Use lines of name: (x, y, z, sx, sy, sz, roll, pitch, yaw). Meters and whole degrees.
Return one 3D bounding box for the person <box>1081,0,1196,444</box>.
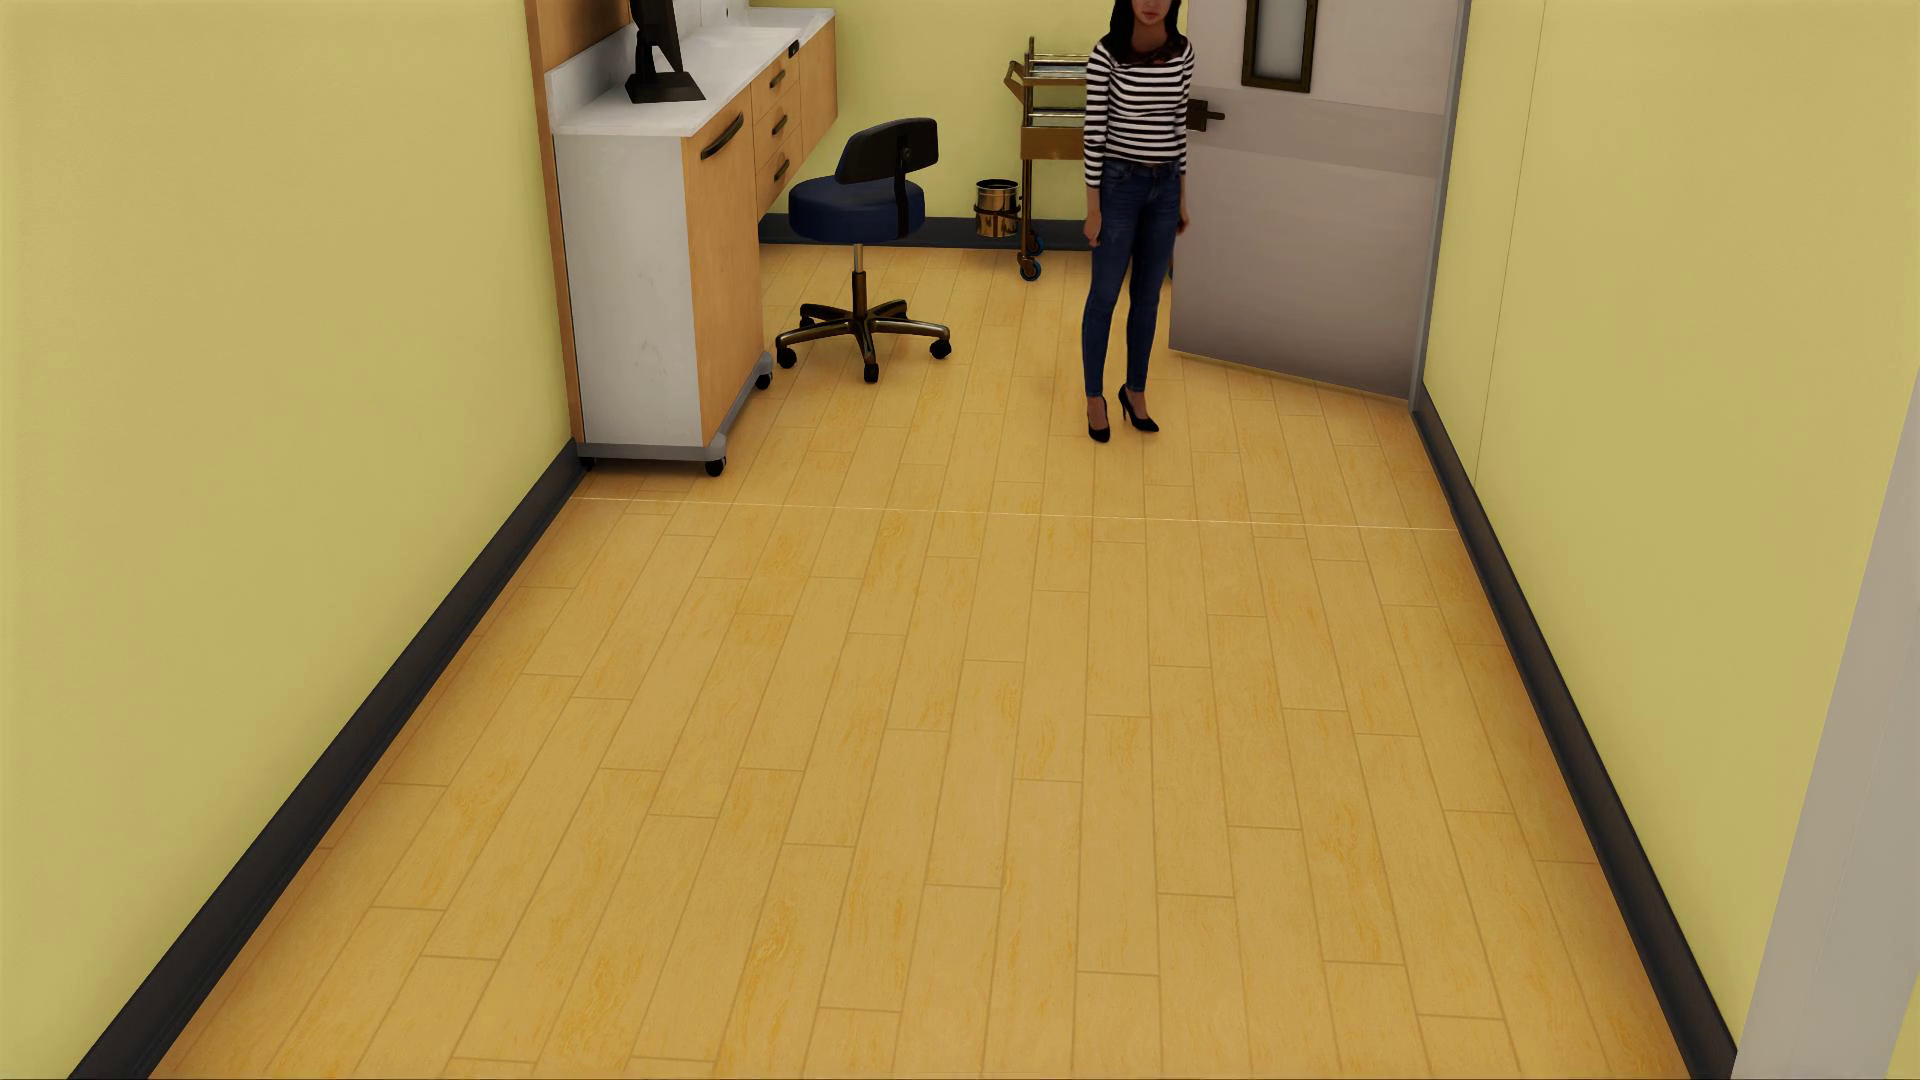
person: (0.646, -1.240, 6.139, 0.589, 1.794, 0.708, -11, 28, -21)
